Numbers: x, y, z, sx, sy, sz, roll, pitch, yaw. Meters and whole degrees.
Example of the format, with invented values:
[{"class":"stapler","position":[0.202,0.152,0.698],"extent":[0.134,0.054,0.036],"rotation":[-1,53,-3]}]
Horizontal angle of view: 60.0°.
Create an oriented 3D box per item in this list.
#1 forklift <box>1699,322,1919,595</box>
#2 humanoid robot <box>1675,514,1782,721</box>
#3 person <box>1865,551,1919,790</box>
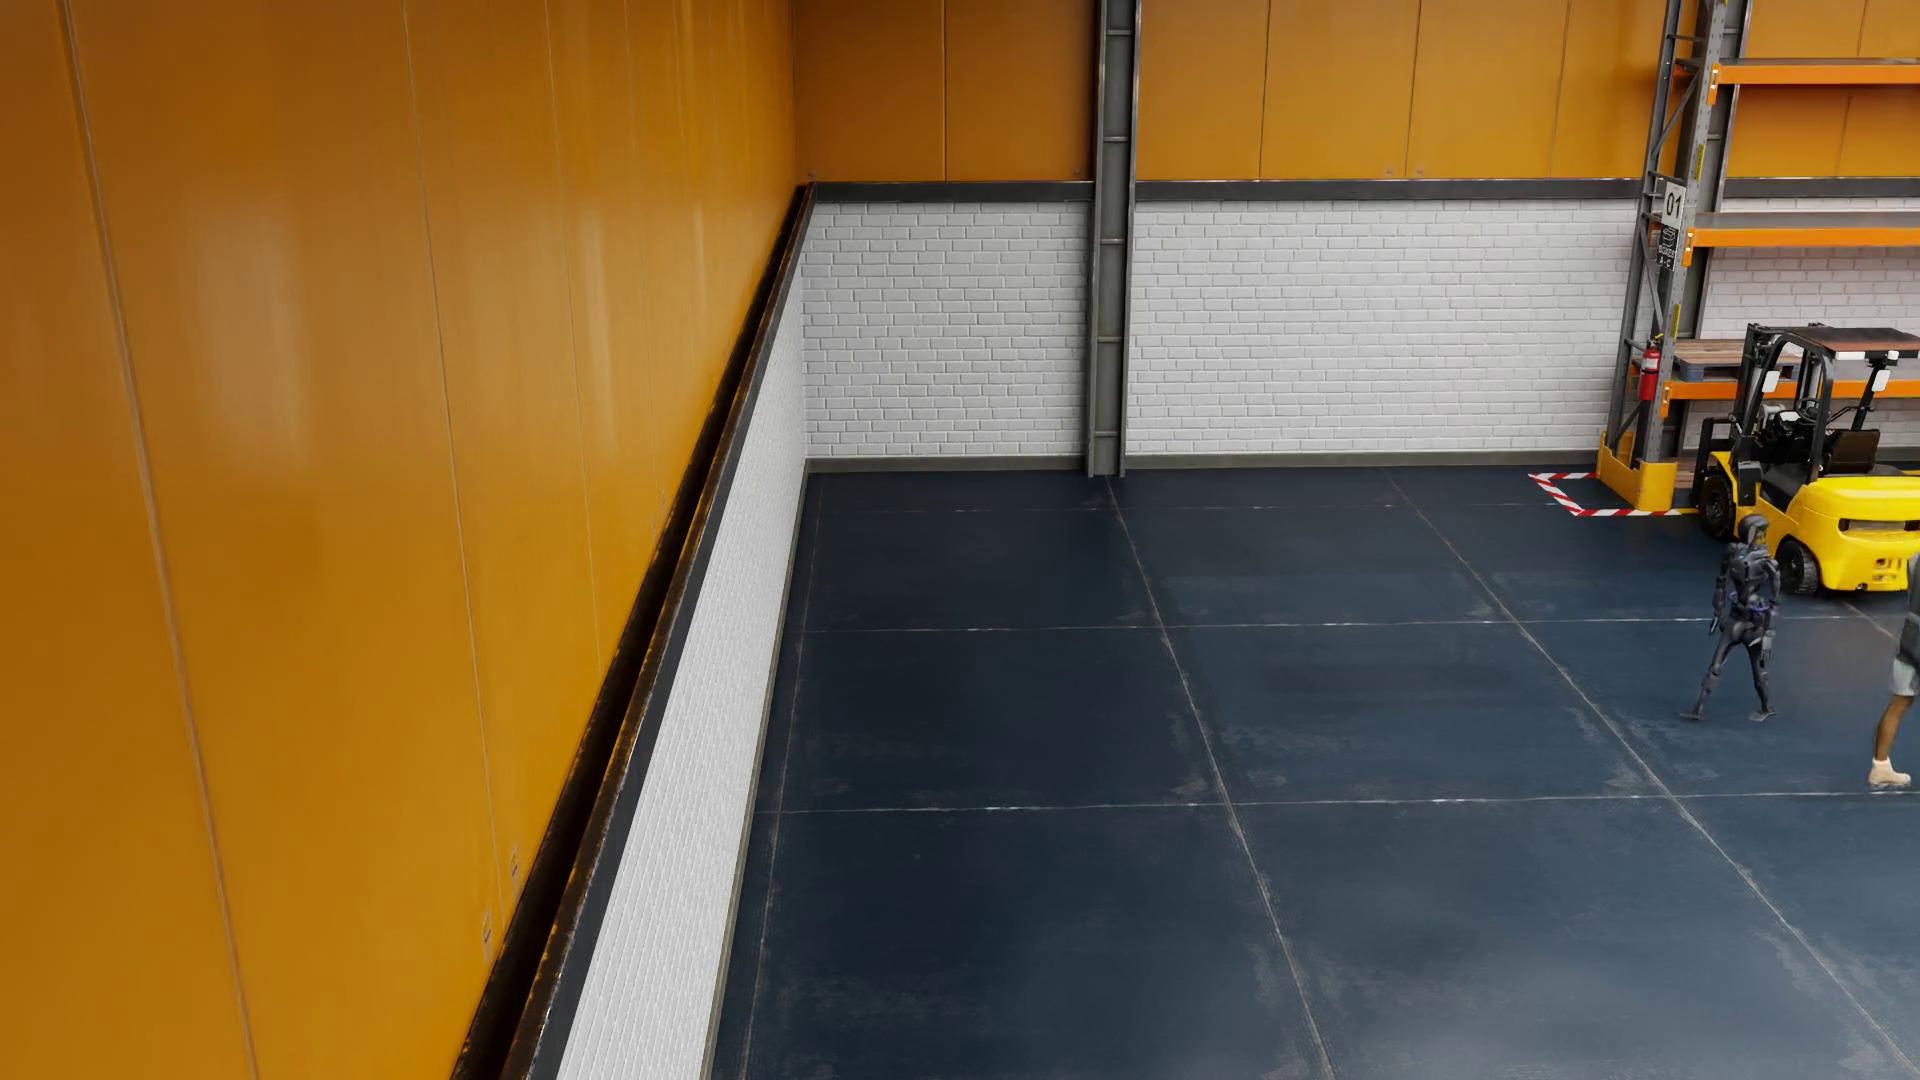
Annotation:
[{"class":"forklift","position":[7.809,-0.792,14.926],"extent":[1.214,2.155,2.313],"rotation":[-1,20,-2]},{"class":"humanoid robot","position":[5.667,0.588,11.996],"extent":[0.796,1.625,0.592],"rotation":[-7,22,-19]},{"class":"person","position":[6.541,0.732,11.033],"extent":[0.826,2.016,0.620],"rotation":[-3,20,-8]}]
